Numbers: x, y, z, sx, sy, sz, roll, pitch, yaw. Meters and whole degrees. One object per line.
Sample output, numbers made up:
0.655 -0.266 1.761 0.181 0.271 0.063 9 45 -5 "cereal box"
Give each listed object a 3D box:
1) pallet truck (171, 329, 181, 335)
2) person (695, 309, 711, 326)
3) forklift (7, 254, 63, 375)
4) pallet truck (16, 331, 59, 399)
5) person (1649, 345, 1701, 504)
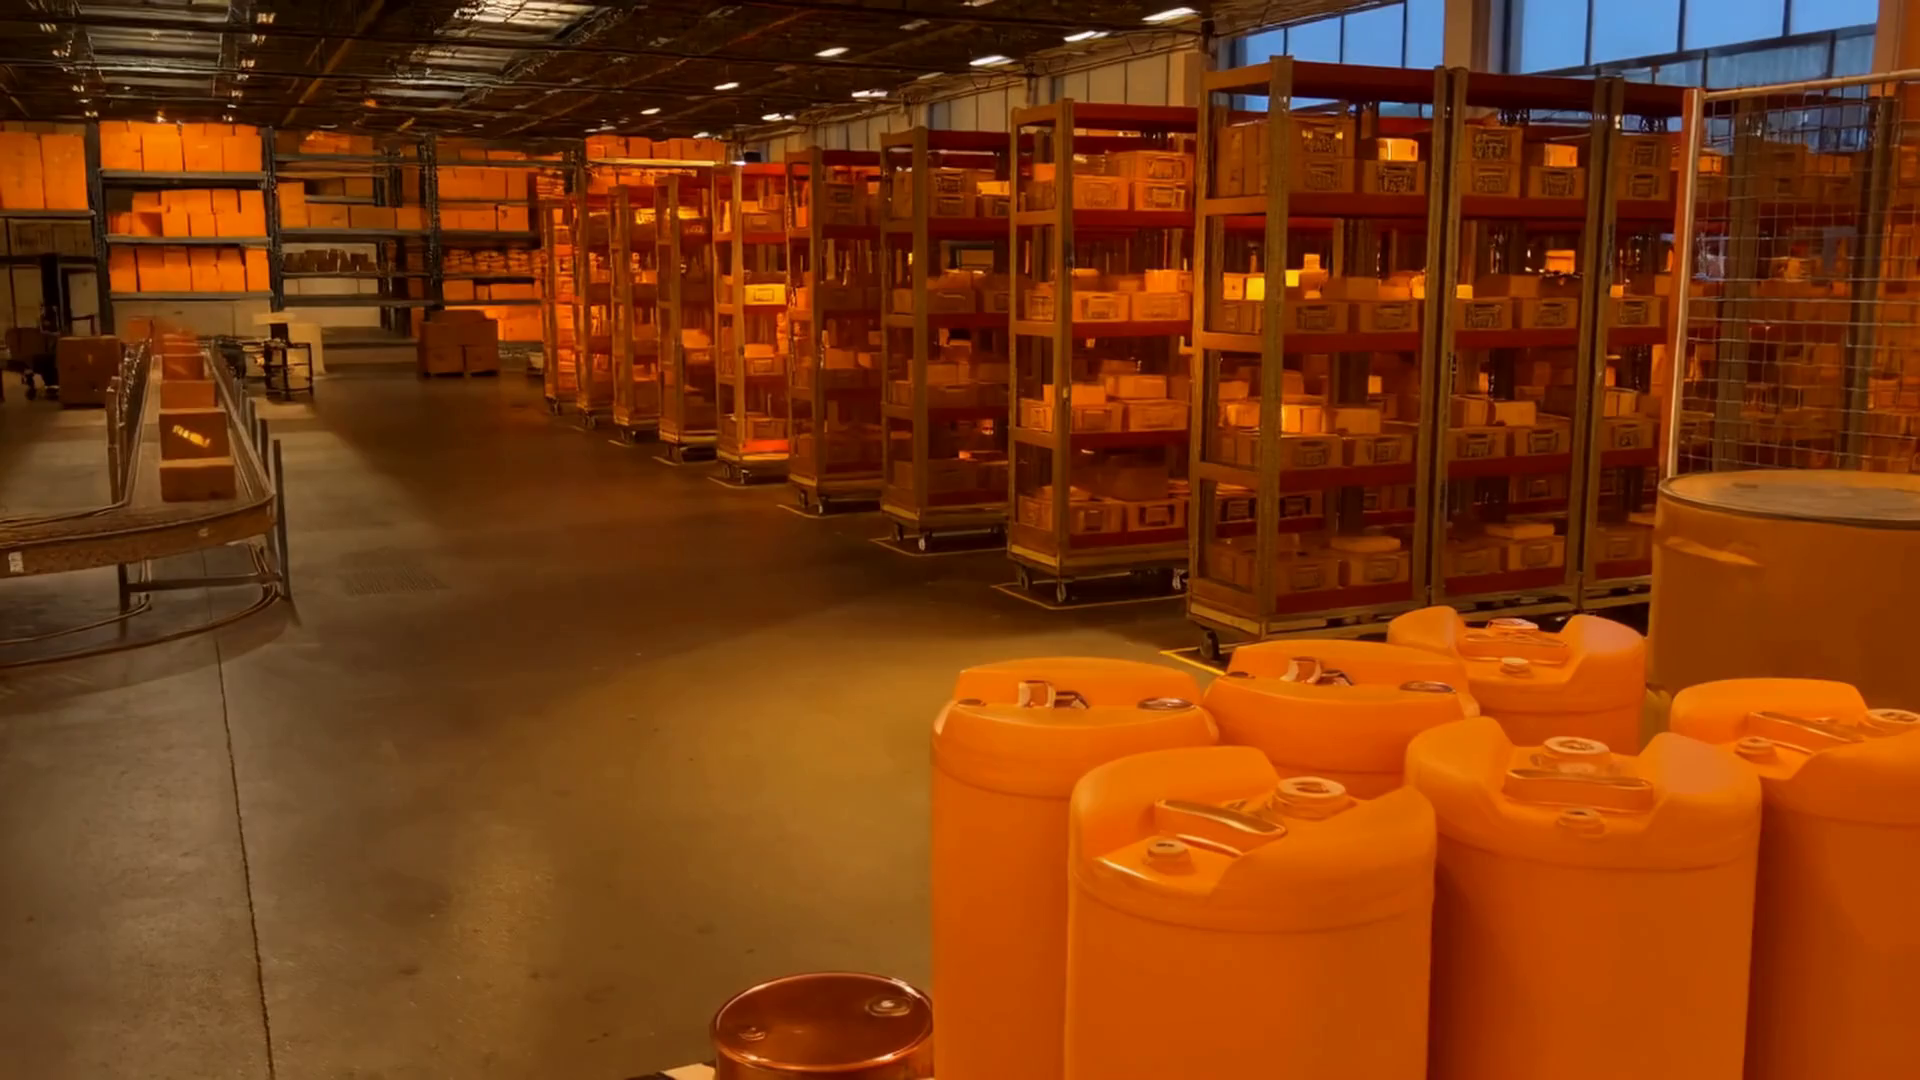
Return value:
-17.275 -3.851 35.096 1.601 1.201 0.680 0 9 1 "pallet truck"
-5.350 -4.270 35.364 0.636 1.980 0.558 -6 11 -32 "person"
-21.408 -5.336 39.193 1.873 2.768 1.129 -4 10 -25 "forklift"
-17.082 -3.353 31.781 1.630 1.274 0.653 -4 10 -25 "pallet truck"
7.228 -1.218 16.840 0.563 1.847 0.390 -4 10 -23 "person"
